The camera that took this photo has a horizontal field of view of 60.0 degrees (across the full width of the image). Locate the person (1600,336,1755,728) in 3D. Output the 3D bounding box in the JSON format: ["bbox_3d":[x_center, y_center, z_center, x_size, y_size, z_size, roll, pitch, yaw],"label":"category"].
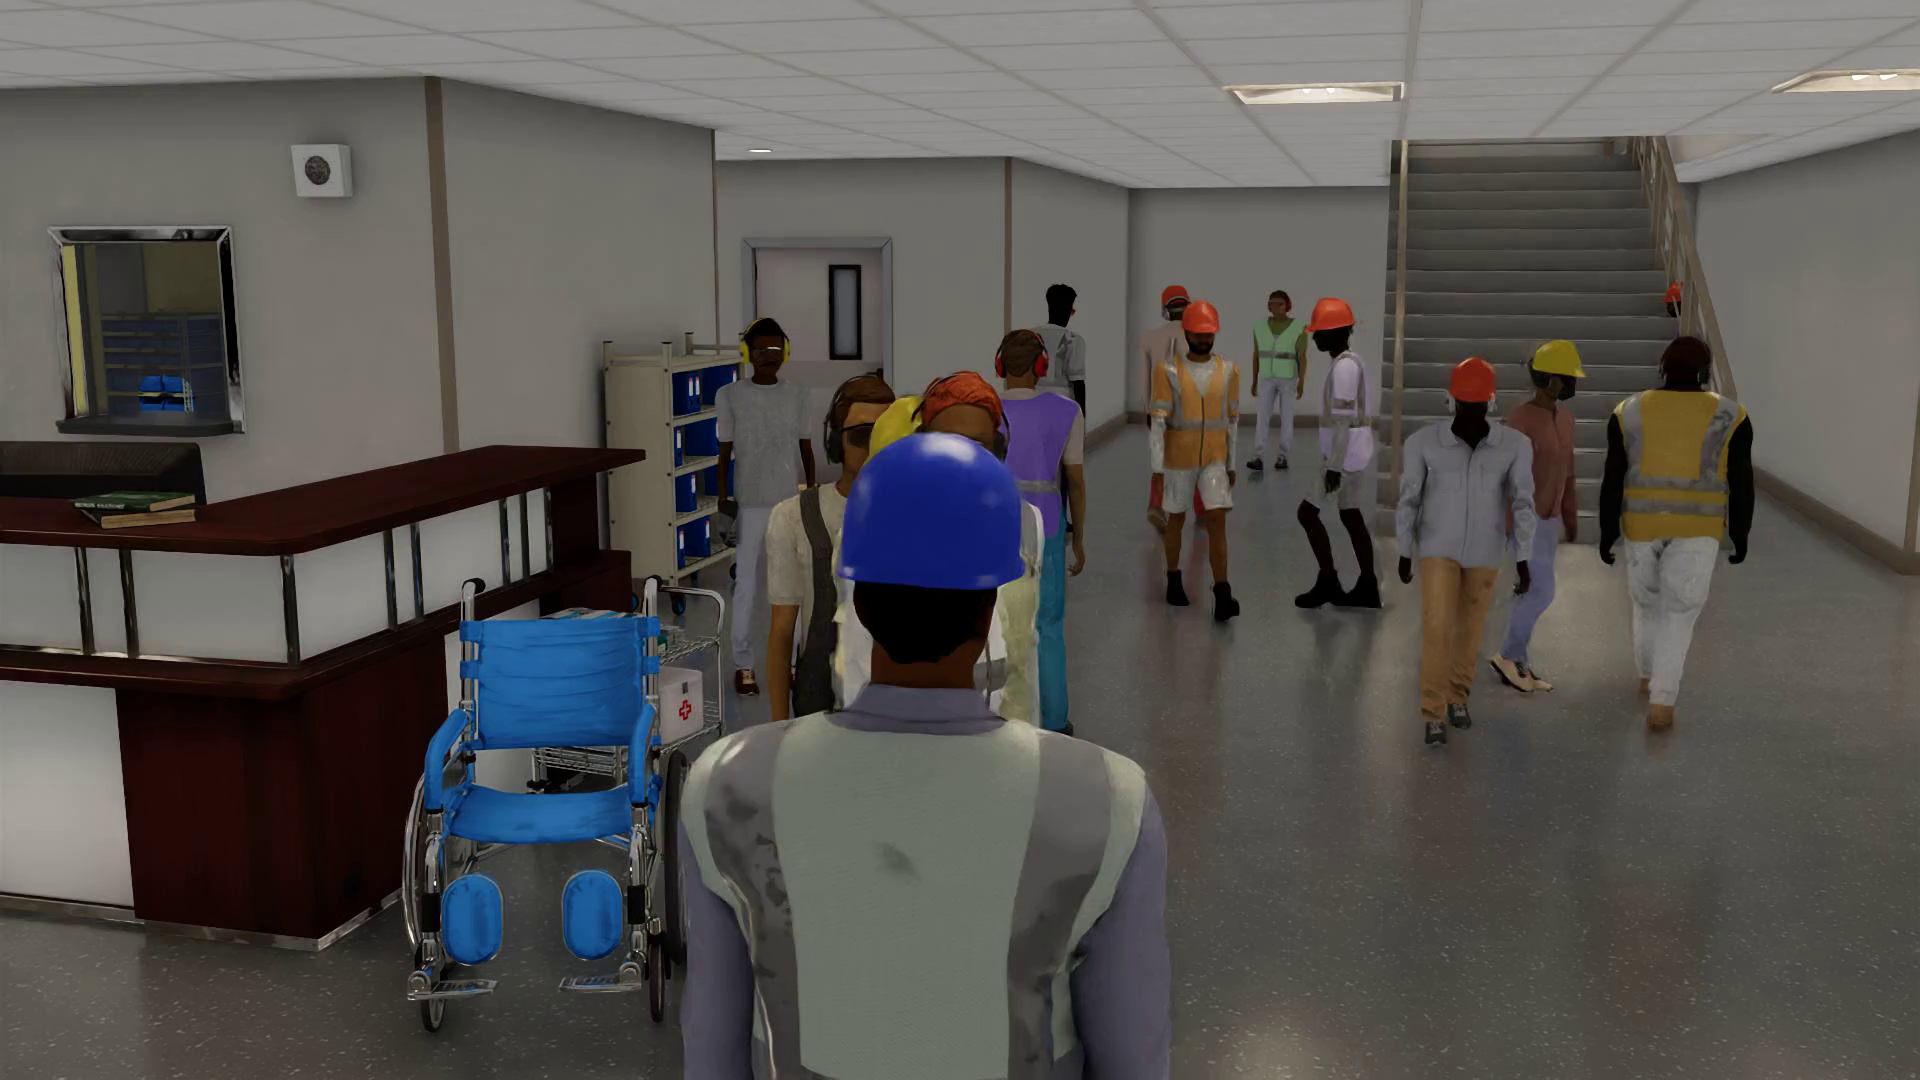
[{"bbox_3d":[3.352,-0.056,7.793,0.647,1.790,0.982,6,11,32],"label":"person"}]

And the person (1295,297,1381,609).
[{"bbox_3d":[2.286,-0.503,10.067,0.636,1.905,0.567,3,10,17],"label":"person"}]

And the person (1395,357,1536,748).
[{"bbox_3d":[2.236,0.055,7.358,0.571,1.707,0.814,1,10,5],"label":"person"}]

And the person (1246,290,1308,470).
[{"bbox_3d":[3.163,-1.586,16.713,0.601,1.807,0.881,5,11,27],"label":"person"}]

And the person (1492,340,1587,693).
[{"bbox_3d":[2.841,-0.104,8.169,0.553,1.748,0.402,-8,13,-41],"label":"person"}]

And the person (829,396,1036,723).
[{"bbox_3d":[-0.084,0.541,4.157,0.599,1.818,0.468,7,12,34],"label":"person"}]

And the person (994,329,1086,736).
[{"bbox_3d":[0.270,-0.001,7.317,0.564,1.837,0.388,1,10,6],"label":"person"}]

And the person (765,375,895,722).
[{"bbox_3d":[-0.252,0.492,4.382,0.508,1.846,0.345,-3,10,-18],"label":"person"}]

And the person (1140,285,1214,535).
[{"bbox_3d":[1.680,-1.006,12.944,0.633,1.950,0.870,3,10,19],"label":"person"}]

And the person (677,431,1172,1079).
[{"bbox_3d":[-0.045,0.837,2.073,0.606,1.946,0.403,1,10,7],"label":"person"}]

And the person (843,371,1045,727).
[{"bbox_3d":[-0.023,0.533,4.042,0.574,1.881,0.357,-7,12,-36],"label":"person"}]

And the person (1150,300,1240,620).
[{"bbox_3d":[1.420,-0.476,9.965,0.575,1.884,0.975,-1,10,-6],"label":"person"}]

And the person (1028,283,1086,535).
[{"bbox_3d":[0.726,-0.998,12.854,0.614,1.952,0.386,8,12,38],"label":"person"}]

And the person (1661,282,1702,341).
[{"bbox_3d":[6.410,-1.332,14.865,0.374,1.933,0.550,4,10,22],"label":"person"}]

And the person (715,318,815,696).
[{"bbox_3d":[-0.947,-0.160,8.196,0.511,1.862,0.326,-3,10,-17],"label":"person"}]
